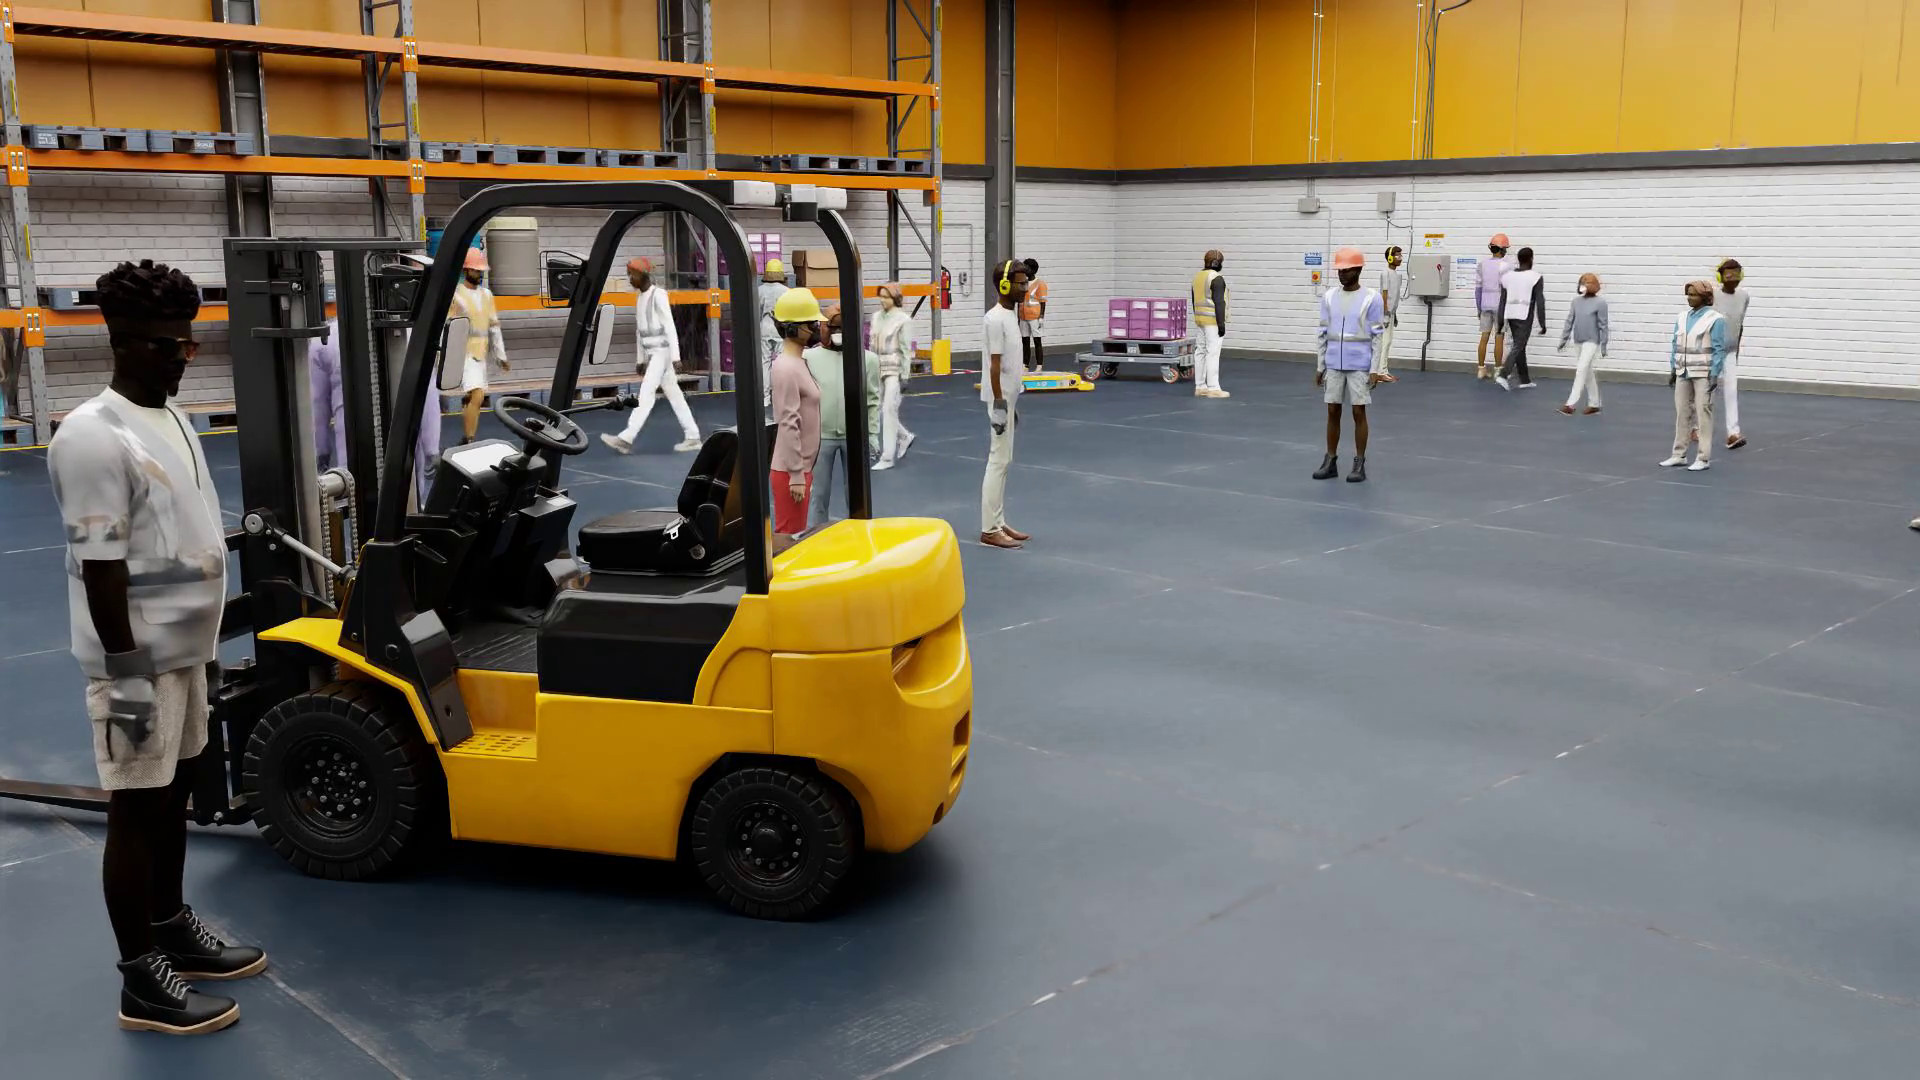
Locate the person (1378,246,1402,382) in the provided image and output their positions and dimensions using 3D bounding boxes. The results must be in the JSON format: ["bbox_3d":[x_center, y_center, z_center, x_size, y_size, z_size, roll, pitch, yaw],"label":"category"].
[{"bbox_3d":[5.966,-3.126,23.051,0.328,1.873,0.520,5,12,26],"label":"person"}]

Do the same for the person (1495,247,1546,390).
[{"bbox_3d":[7.358,-2.908,21.880,0.994,1.884,0.603,-8,13,-36],"label":"person"}]

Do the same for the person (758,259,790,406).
[{"bbox_3d":[-2.195,-2.452,19.724,0.489,1.743,0.323,3,11,16],"label":"person"}]

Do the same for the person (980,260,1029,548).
[{"bbox_3d":[0.295,-0.887,10.862,0.310,1.864,0.534,2,11,10],"label":"person"}]

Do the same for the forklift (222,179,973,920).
[{"bbox_3d":[-1.114,-0.058,5.440,2.313,2.155,1.214,2,11,13],"label":"forklift"}]

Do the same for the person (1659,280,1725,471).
[{"bbox_3d":[6.352,-1.419,14.380,0.310,1.638,0.523,-4,11,-22],"label":"person"}]

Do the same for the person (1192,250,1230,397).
[{"bbox_3d":[3.157,-2.709,20.874,0.429,1.840,0.621,-4,11,-22],"label":"person"}]

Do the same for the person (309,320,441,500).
[{"bbox_3d":[-3.112,-0.522,8.883,0.664,1.854,1.026,-3,11,-16],"label":"person"}]

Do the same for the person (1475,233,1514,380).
[{"bbox_3d":[7.496,-3.252,23.274,0.373,2.044,0.606,-8,13,-38],"label":"person"}]

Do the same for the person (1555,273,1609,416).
[{"bbox_3d":[6.939,-2.181,18.649,0.816,1.599,0.507,-4,11,-21],"label":"person"}]

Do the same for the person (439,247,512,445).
[{"bbox_3d":[-4.323,-1.633,14.802,0.541,1.911,0.581,5,11,24],"label":"person"}]

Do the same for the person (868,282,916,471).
[{"bbox_3d":[-0.599,-1.432,14.474,0.556,1.624,0.558,-8,13,-38],"label":"person"}]

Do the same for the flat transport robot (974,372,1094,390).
[{"bbox_3d":[0.957,-2.058,21.594,1.431,0.197,0.652,-4,11,-20],"label":"flat transport robot"}]

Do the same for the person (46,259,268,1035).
[{"bbox_3d":[-2.065,0.271,4.285,0.372,1.961,0.601,-1,10,-6],"label":"person"}]

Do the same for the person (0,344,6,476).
[{"bbox_3d":[-8.193,-1.370,13.681,0.386,1.805,0.688,7,12,32],"label":"person"}]

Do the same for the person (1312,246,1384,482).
[{"bbox_3d":[3.183,-1.441,13.684,0.552,1.935,0.373,8,13,36],"label":"person"}]

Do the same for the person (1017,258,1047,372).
[{"bbox_3d":[1.006,-3.164,23.727,0.540,1.699,0.316,10,15,44],"label":"person"}]

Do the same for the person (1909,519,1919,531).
[{"bbox_3d":[7.037,-1.017,11.316,1.019,1.973,0.660,-1,10,-7],"label":"person"}]

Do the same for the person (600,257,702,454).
[{"bbox_3d":[-2.857,-1.700,15.419,1.026,1.812,0.653,-5,12,-26],"label":"person"}]

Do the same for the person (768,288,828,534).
[{"bbox_3d":[-0.792,-0.343,8.163,0.315,1.769,0.524,0,10,-3],"label":"person"}]

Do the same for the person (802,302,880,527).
[{"bbox_3d":[-0.718,-0.588,9.865,0.498,1.633,0.285,-1,10,-7],"label":"person"}]

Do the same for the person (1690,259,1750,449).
[{"bbox_3d":[7.269,-1.780,15.935,0.517,1.797,1.053,0,10,-3],"label":"person"}]
